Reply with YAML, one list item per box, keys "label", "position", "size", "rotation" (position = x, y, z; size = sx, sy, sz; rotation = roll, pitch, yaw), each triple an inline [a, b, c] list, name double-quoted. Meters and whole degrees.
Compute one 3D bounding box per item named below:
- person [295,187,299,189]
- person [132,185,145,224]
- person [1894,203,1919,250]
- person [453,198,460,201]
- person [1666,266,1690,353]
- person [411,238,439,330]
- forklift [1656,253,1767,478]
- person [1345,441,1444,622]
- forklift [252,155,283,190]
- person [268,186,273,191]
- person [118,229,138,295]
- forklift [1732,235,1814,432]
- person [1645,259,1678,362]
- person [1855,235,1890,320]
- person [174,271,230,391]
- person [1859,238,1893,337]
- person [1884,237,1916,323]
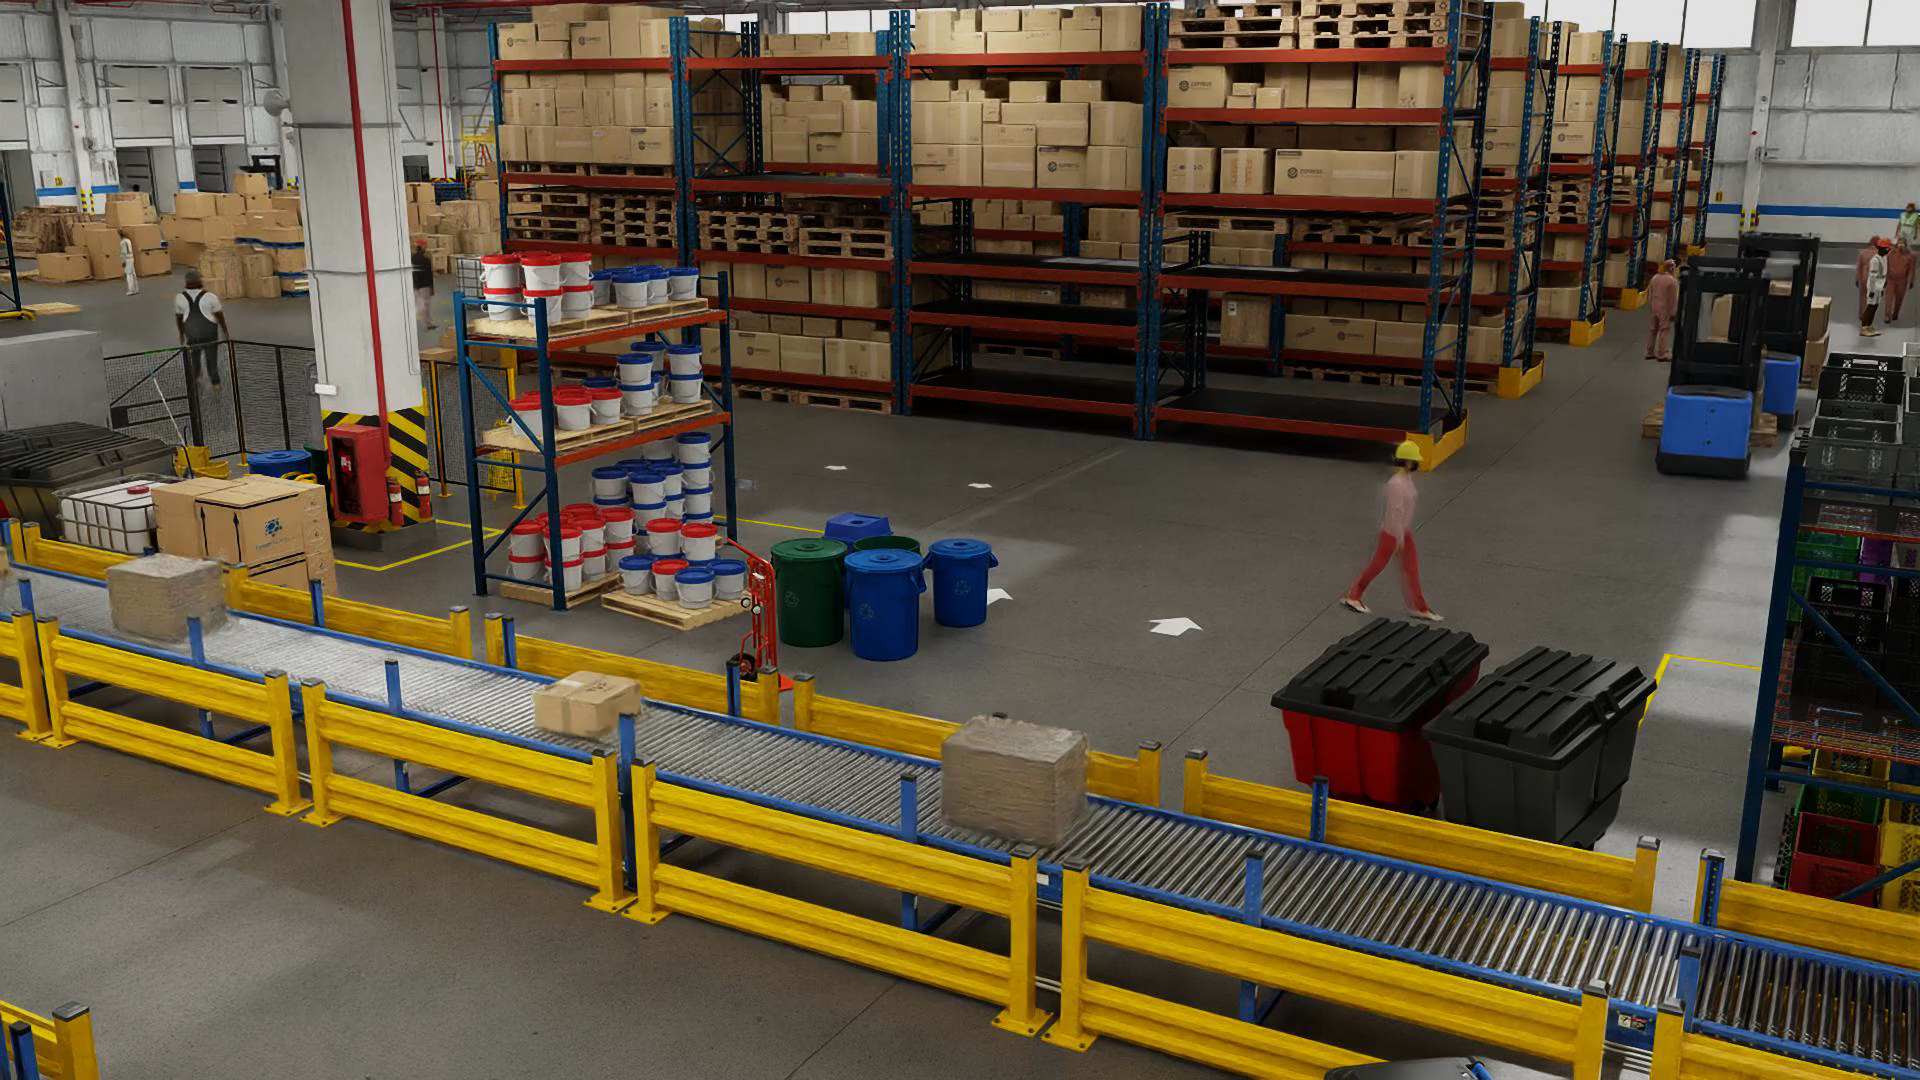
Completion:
- label: "person"
  position: [-22.029, -10.822, 55.596]
  size: [0.628, 1.935, 0.373]
  rotation: [13, 20, 41]
- label: "person"
  position: [-30.807, -12.477, 62.347]
  size: [0.711, 1.648, 0.596]
  rotation: [-12, 19, -38]
- label: "person"
  position: [27.983, -9.052, 49.156]
  size: [0.473, 1.821, 0.608]
  rotation: [-9, 17, -30]
- label: "person"
  position: [-16.462, -10.385, 54.527]
  size: [0.523, 1.637, 0.309]
  rotation: [12, 19, 38]
- label: "person"
  position: [13.847, -4.409, 31.942]
  size: [0.318, 1.697, 0.535]
  rotation: [-1, 15, -3]
- label: "person"
  position: [-11.384, -5.354, 35.002]
  size: [0.628, 1.963, 0.846]
  rotation: [9, 17, 30]
- label: "forklift"
  position: [9.976, -2.360, 21.971]
  size: [1.129, 2.768, 1.873]
  rotation: [7, 16, 25]
- label: "person"
  position: [4.112, -0.096, 15.689]
  size: [0.926, 1.721, 0.534]
  rotation: [9, 17, 30]
- label: "forklift"
  position: [-24.902, -12.492, 60.060]
  size: [1.873, 2.768, 1.129]
  rotation: [13, 20, 40]
- label: "person"
  position: [-25.564, -12.279, 61.120]
  size: [0.665, 1.903, 0.903]
  rotation: [8, 17, 27]
- label: "person"
  position: [-20.822, -6.947, 41.593]
  size: [0.311, 1.638, 0.523]
  rotation: [-2, 15, -8]
- label: "forklift"
  position: [12.129, -3.162, 24.987]
  size: [1.129, 2.768, 1.873]
  rotation: [8, 17, 27]
- label: "person"
  position: [13.172, -4.291, 31.117]
  size: [0.400, 1.902, 0.641]
  rotation: [-5, 16, -18]
- label: "person"
  position: [20.094, -5.770, 36.680]
  size: [0.663, 1.890, 0.582]
  rotation: [9, 17, 31]
- label: "person"
  position: [-12.715, -3.523, 27.953]
  size: [0.770, 2.000, 0.539]
  rotation: [-3, 15, -12]
- label: "person"
  position: [18.935, -5.209, 34.318]
  size: [0.401, 2.035, 0.600]
  rotation: [14, 21, 43]
- label: "person"
  position: [20.609, -5.731, 36.570]
  size: [0.647, 1.878, 0.883]
  rotation: [8, 17, 29]
